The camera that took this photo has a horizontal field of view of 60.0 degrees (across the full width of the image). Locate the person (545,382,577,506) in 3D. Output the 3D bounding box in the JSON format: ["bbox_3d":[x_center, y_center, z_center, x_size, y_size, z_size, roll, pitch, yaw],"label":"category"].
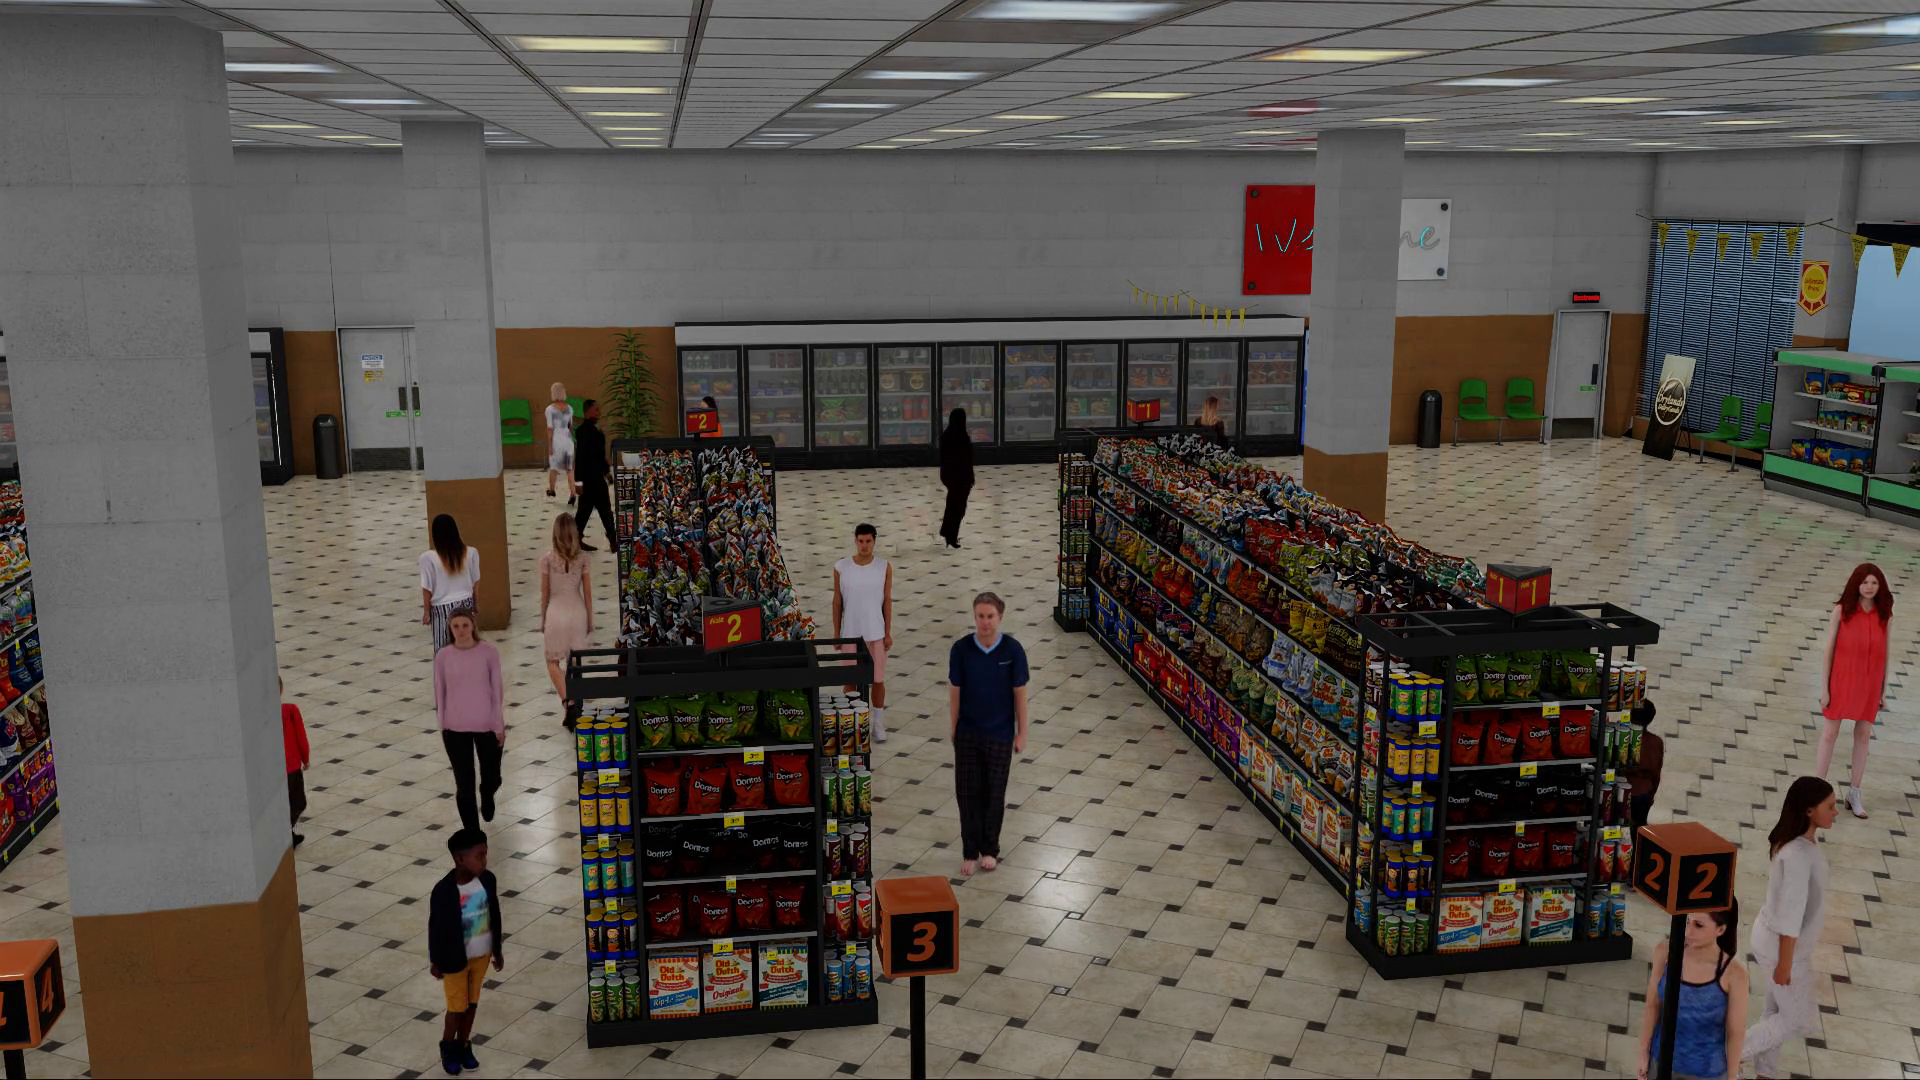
[{"bbox_3d":[-5.522,-1.293,23.186,0.901,1.696,1.172,-8,14,-34],"label":"person"}]

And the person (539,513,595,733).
[{"bbox_3d":[-3.169,0.702,13.421,0.659,1.816,0.784,-5,13,-21],"label":"person"}]

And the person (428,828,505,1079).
[{"bbox_3d":[-2.521,2.048,8.398,0.607,1.252,0.656,-11,16,-42],"label":"person"}]

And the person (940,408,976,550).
[{"bbox_3d":[-0.120,-0.738,20.427,0.881,1.747,0.805,-8,14,-34],"label":"person"}]

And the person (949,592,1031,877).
[{"bbox_3d":[0.171,1.229,10.816,0.752,1.859,0.754,1,12,3],"label":"person"}]

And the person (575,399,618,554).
[{"bbox_3d":[-4.568,-0.752,20.187,0.878,1.873,1.093,0,12,-1],"label":"person"}]

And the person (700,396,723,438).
[{"bbox_3d":[-3.274,-1.019,21.762,0.779,1.748,0.686,-11,16,-41],"label":"person"}]

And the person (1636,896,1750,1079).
[{"bbox_3d":[3.070,2.187,6.925,0.842,1.588,0.959,-8,14,-33],"label":"person"}]

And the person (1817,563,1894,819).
[{"bbox_3d":[6.298,1.053,11.728,0.646,1.828,0.612,2,12,9],"label":"person"}]

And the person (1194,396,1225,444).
[{"bbox_3d":[3.298,-1.057,22.050,0.655,1.704,0.726,9,15,36],"label":"person"}]

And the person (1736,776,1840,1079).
[{"bbox_3d":[3.877,1.919,7.973,0.838,1.679,0.784,5,13,22],"label":"person"}]

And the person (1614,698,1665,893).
[{"bbox_3d":[4.263,1.615,10.476,0.543,1.243,0.536,-1,12,-6],"label":"person"}]

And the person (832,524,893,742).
[{"bbox_3d":[-0.769,0.732,13.349,0.666,1.787,0.614,0,12,-1],"label":"person"}]

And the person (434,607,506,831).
[{"bbox_3d":[-3.255,1.253,11.156,0.624,1.672,0.956,-3,12,-12],"label":"person"}]

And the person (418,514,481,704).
[{"bbox_3d":[-4.344,0.600,14.234,0.771,1.681,0.762,-8,14,-32],"label":"person"}]
